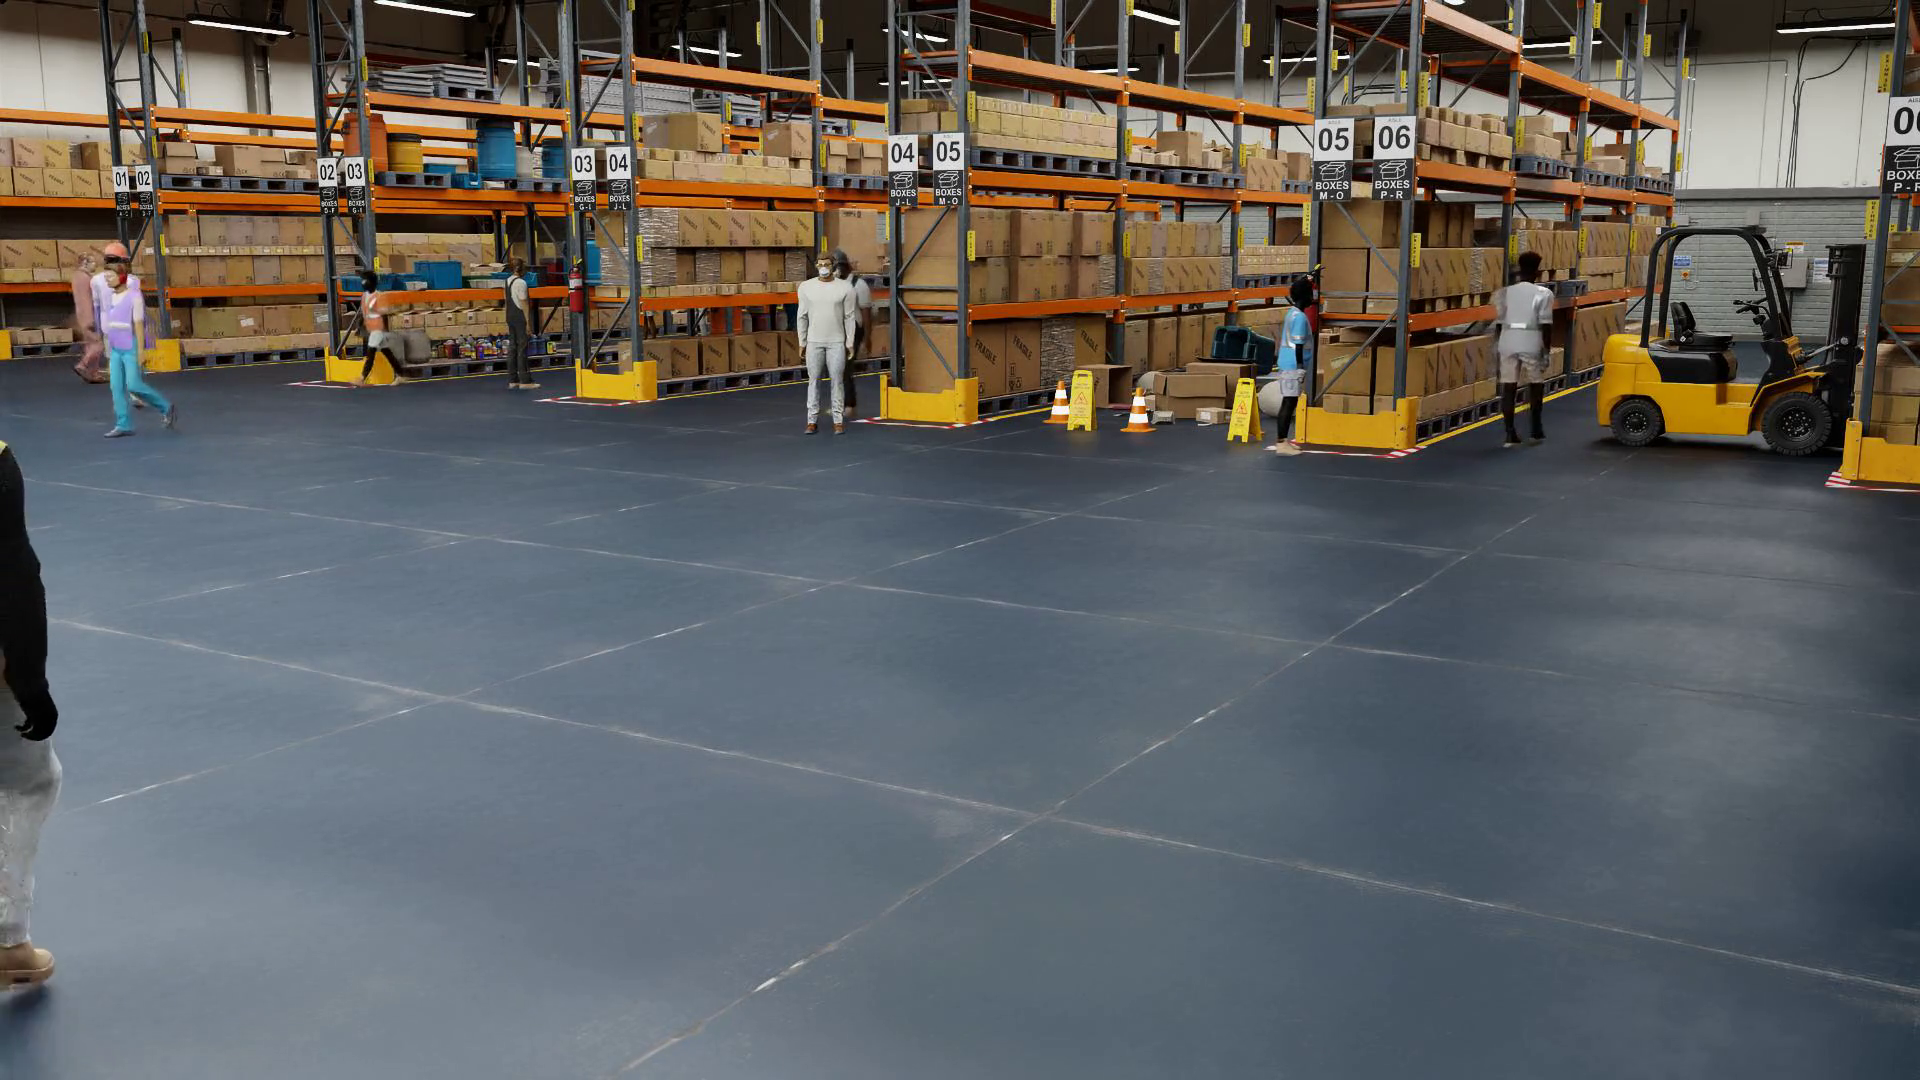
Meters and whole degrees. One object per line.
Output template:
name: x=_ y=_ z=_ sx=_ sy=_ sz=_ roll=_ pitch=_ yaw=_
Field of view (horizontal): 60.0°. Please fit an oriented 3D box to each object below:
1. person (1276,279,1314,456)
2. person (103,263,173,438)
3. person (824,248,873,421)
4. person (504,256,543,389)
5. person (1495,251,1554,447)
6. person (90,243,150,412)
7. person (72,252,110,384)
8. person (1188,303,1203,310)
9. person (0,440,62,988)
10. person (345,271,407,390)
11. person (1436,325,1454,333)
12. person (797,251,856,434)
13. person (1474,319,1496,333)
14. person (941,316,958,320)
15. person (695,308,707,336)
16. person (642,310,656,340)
person: x=3.205 y=-1.648 z=15.926 sx=0.322 sy=1.690 sz=0.546 roll=1 pitch=10 yaw=7
person: x=-8.693 y=-1.993 z=17.453 sx=0.579 sy=1.823 sz=0.668 roll=6 pitch=12 yaw=29
person: x=-1.376 y=-2.390 z=19.079 sx=0.677 sy=2.000 sz=1.077 roll=5 pitch=11 yaw=25
person: x=-6.088 y=-3.003 z=23.134 sx=0.519 sy=1.845 sz=0.480 roll=9 pitch=14 yaw=41
person: x=5.680 y=-1.913 z=16.694 sx=0.599 sy=1.930 sz=0.825 roll=7 pitch=12 yaw=34
person: x=-10.086 y=-2.545 z=20.005 sx=0.610 sy=2.025 sz=0.544 roll=0 pitch=10 yaw=-2
person: x=-12.485 y=-3.181 z=23.898 sx=0.427 sy=1.895 sz=0.666 roll=-6 pitch=12 yaw=-30
person: x=5.555 y=-5.907 z=38.914 sx=0.392 sy=1.991 sz=0.613 roll=-9 pitch=14 yaw=-43
person: x=-2.651 y=0.354 z=4.302 sx=0.661 sy=1.827 sz=0.502 roll=-1 pitch=10 yaw=-3
person: x=-8.167 y=-2.925 z=23.199 sx=0.938 sy=1.632 sz=0.535 roll=-9 pitch=14 yaw=-42
person: x=8.692 y=-4.238 z=29.858 sx=0.646 sy=1.890 sz=1.029 roll=5 pitch=11 yaw=25
person: x=-1.418 y=-2.086 z=17.657 sx=0.627 sy=1.940 sz=0.371 roll=0 pitch=10 yaw=0
person: x=10.537 y=-4.840 z=33.257 sx=0.573 sy=1.889 sz=0.600 roll=3 pitch=11 yaw=16
person: x=0.000 y=-2.997 z=22.856 sx=0.550 sy=1.913 sz=0.866 roll=4 pitch=11 yaw=21
person: x=-5.345 y=-5.022 z=34.132 sx=0.585 sy=1.929 sz=0.371 roll=7 pitch=12 yaw=35
person: x=-6.026 y=-4.608 z=31.814 sx=0.543 sy=1.928 sz=0.371 roll=9 pitch=14 yaw=43
